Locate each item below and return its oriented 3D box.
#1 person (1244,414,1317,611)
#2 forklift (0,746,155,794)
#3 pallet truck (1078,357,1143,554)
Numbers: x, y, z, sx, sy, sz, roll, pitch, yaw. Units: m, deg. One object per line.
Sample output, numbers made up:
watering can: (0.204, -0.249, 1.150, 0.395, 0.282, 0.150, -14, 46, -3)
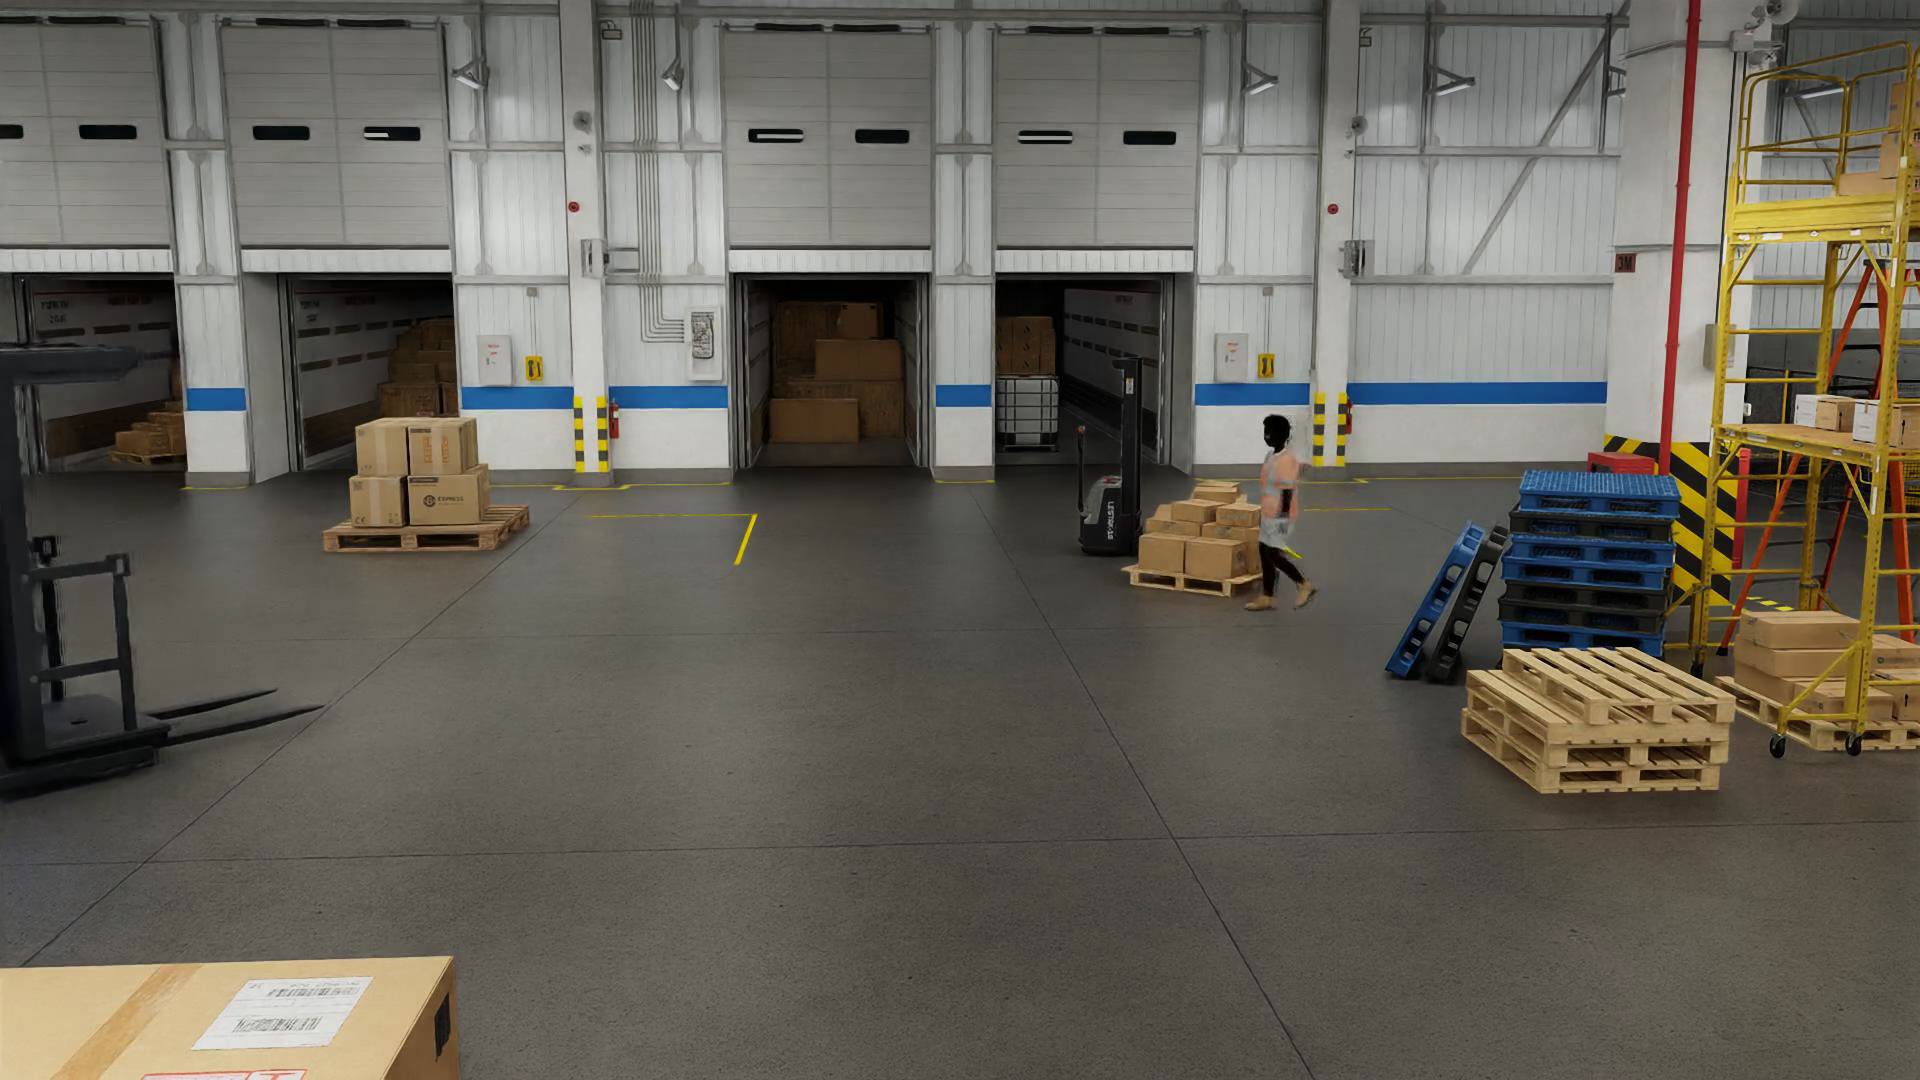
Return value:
person: (2.660, -0.216, 13.846, 0.469, 1.679, 0.540, -1, 9, -5)
forklift: (-5.593, -0.019, 8.865, 1.129, 2.768, 1.873, 8, 12, 40)
pallet truck: (2.088, -0.836, 16.757, 1.885, 1.965, 0.823, 2, 9, 13)
